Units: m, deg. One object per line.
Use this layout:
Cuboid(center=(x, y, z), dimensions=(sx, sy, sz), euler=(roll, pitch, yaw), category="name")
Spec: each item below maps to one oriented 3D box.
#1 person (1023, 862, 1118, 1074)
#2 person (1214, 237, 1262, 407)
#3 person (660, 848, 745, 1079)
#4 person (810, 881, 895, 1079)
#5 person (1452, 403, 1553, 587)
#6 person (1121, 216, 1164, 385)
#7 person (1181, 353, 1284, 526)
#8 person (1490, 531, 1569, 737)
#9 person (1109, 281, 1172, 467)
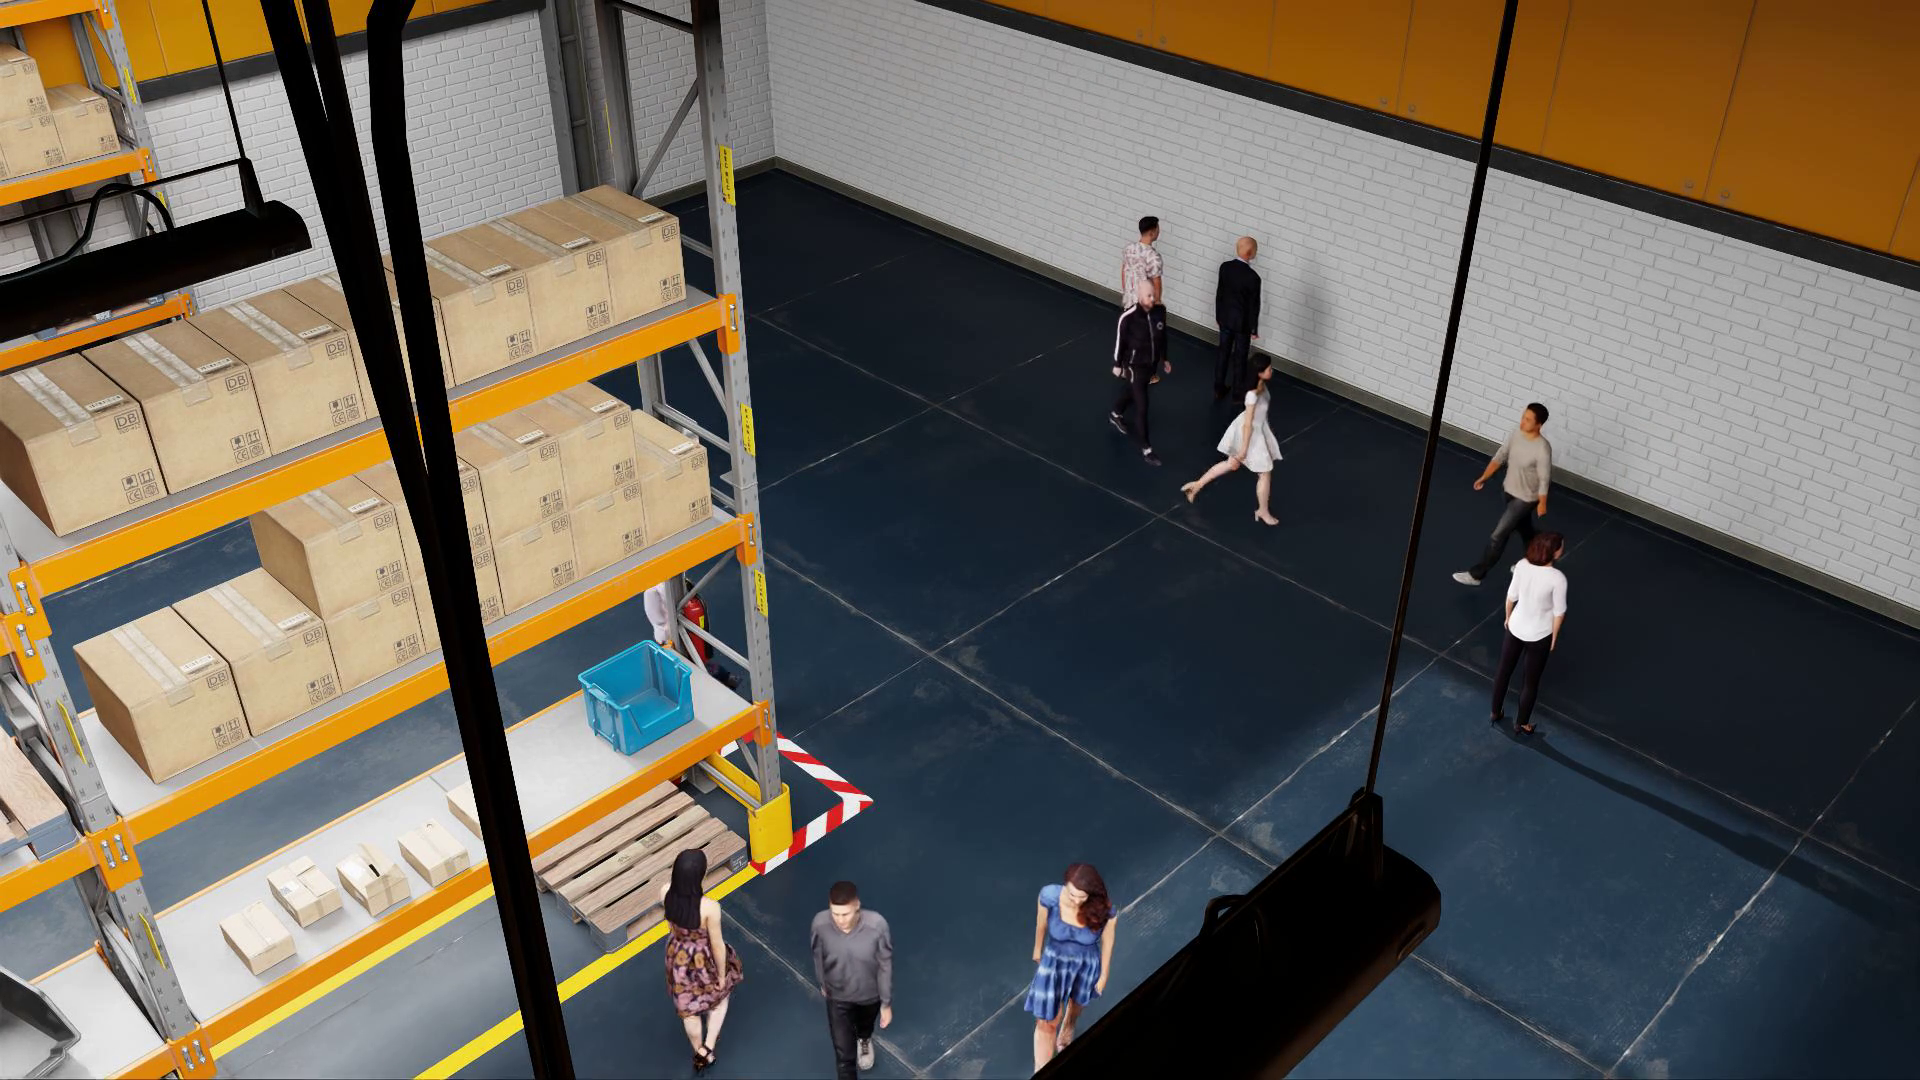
Cuboid(center=(0.671, 2.498, 9.857), dimensions=(1.050, 1.762, 1.187), euler=(6, 34, 9), category="person")
Cuboid(center=(2.818, -2.231, 16.940), dimensions=(0.565, 1.797, 0.664), euler=(-27, 42, -35), category="person")
Cuboid(center=(-1.577, 2.559, 9.763), dimensions=(0.784, 1.764, 0.845), euler=(9, 35, 14), category="person")
Cuboid(center=(-0.606, 2.582, 9.776), dimensions=(1.155, 1.712, 1.149), euler=(-3, 34, -5), category="person")
Cuboid(center=(4.871, -0.398, 14.219), dimensions=(1.243, 1.756, 1.046), euler=(-7, 34, -10), category="person")
Cuboid(center=(1.887, -2.499, 17.327), dimensions=(0.552, 1.815, 0.656), euler=(-27, 42, -35), category="person")
Cuboid(center=(2.522, -0.894, 14.978), dimensions=(1.093, 1.741, 1.158), euler=(6, 34, 9), category="person")
Cuboid(center=(4.276, 0.710, 12.519), dimensions=(0.512, 1.792, 0.602), euler=(-27, 42, -35), category="person")
Cuboid(center=(1.699, -1.710, 16.167), dimensions=(1.238, 1.785, 0.922), euler=(-18, 38, -25), category="person")
